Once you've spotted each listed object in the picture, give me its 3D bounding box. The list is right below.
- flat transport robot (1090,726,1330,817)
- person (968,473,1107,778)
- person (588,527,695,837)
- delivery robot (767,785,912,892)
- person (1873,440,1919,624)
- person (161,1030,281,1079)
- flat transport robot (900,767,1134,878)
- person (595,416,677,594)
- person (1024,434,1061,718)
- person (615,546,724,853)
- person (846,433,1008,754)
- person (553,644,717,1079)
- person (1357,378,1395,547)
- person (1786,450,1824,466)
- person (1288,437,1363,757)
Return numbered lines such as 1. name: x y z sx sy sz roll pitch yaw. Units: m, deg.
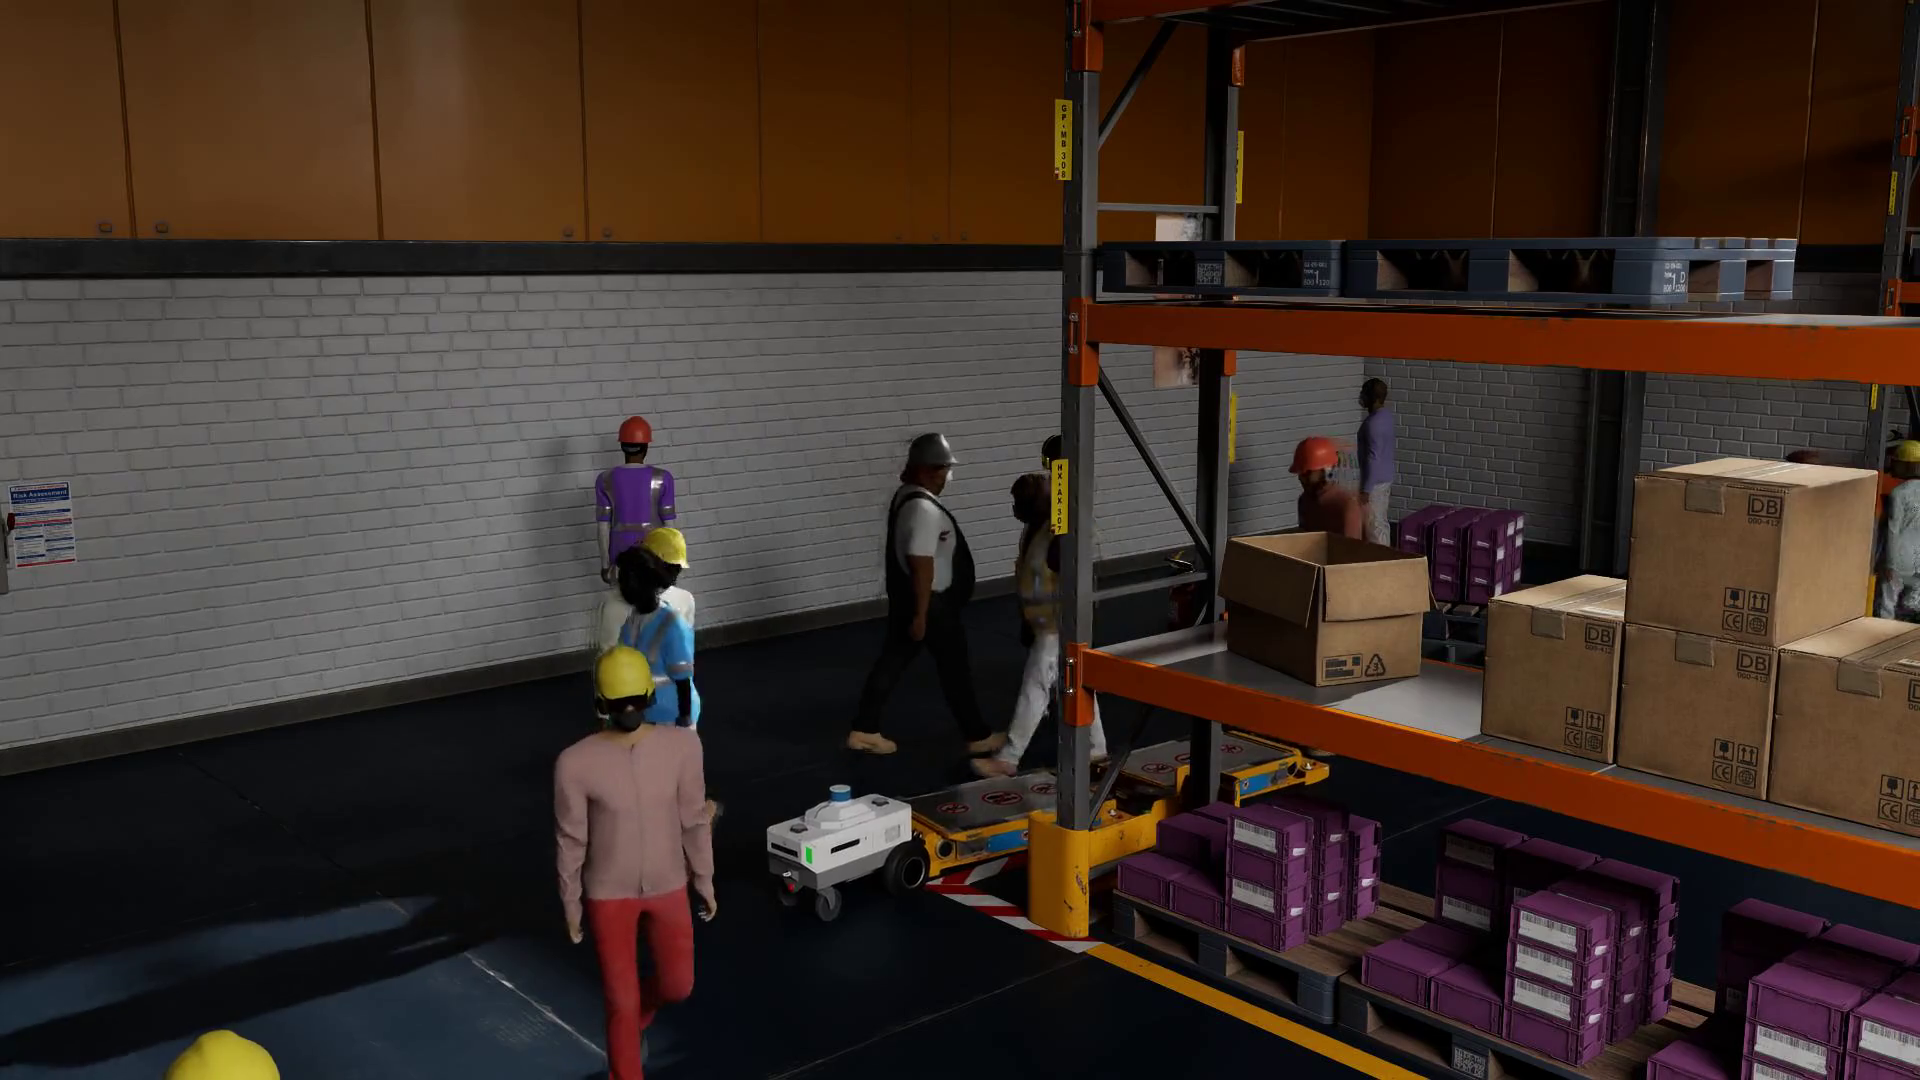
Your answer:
1. flat transport robot: 1.369 1.310 9.382 1.431 0.197 0.652 -8 12 -38
2. person: 0.457 0.510 9.644 0.942 1.787 0.635 -2 10 -10
3. person: -1.586 0.778 8.219 0.566 1.728 0.570 -8 13 -39
4. delivery robot: -0.561 1.392 7.797 0.477 0.478 0.707 9 13 43
5. person: 6.887 0.144 11.985 0.488 1.726 0.638 -5 11 -28
6. person: -1.194 1.683 2.825 0.525 1.769 0.327 -7 12 -37
7. flat transport robot: 0.153 1.443 8.607 1.431 0.197 0.652 -6 11 -32
8. person: -2.230 0.112 11.521 0.547 1.939 0.376 0 10 -2
9. person: 0.639 0.228 11.042 0.520 1.874 0.332 -7 12 -34
10. person: -1.399 0.829 8.081 0.547 1.670 0.563 -9 13 -42
11. person: -0.223 0.308 10.073 1.020 2.000 0.685 -3 10 -18
12. person: -1.140 1.191 5.765 0.535 1.746 0.637 -5 11 -29
13. person: 3.758 -0.503 15.123 0.371 1.940 0.627 4 11 24
14. person: 5.263 0.341 10.512 0.600 1.816 0.750 -1 10 -7
15. person: 2.194 0.352 10.032 0.515 1.964 0.642 -4 11 -25
